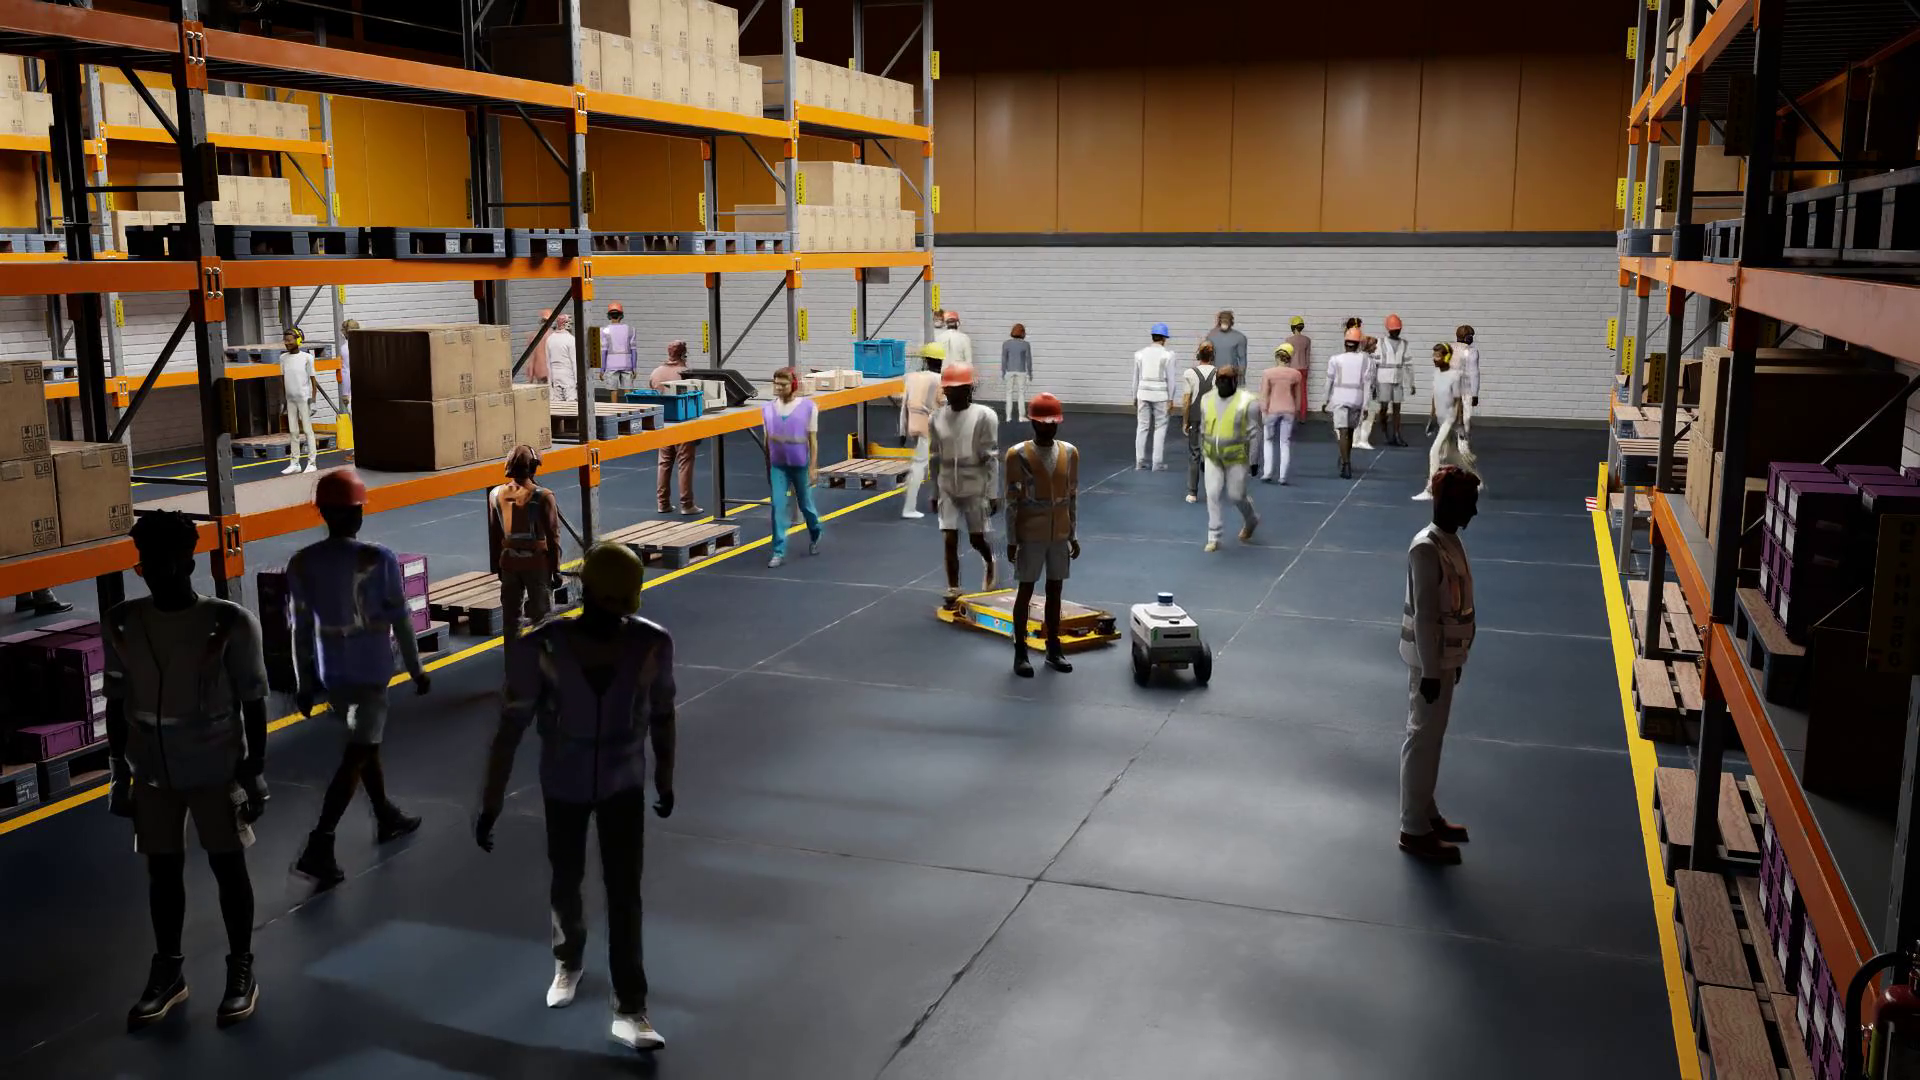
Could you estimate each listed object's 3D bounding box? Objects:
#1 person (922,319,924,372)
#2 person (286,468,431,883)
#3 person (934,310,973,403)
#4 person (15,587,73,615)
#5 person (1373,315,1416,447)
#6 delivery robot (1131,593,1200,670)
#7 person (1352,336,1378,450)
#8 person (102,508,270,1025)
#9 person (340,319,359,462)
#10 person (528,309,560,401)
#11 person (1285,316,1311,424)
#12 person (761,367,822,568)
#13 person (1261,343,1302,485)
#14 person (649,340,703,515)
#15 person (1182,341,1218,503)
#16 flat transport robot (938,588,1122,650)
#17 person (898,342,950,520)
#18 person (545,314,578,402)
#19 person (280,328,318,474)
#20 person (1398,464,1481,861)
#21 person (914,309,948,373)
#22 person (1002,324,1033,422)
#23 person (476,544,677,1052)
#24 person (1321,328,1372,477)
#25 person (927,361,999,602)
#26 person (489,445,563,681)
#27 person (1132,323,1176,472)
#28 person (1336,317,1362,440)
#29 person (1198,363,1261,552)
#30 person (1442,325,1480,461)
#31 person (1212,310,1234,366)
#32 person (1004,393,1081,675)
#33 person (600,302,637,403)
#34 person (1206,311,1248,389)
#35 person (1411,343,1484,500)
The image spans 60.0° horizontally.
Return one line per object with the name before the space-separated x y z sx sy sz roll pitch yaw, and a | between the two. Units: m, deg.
person | -0.506 -3.076 28.923 1.018 1.754 0.625 -6 12 -30
person | -2.885 0.615 7.795 0.552 1.896 0.987 3 10 16
person | -0.079 -2.398 24.515 0.638 1.968 0.465 5 11 26
person | -7.393 -0.318 13.216 0.586 1.826 0.403 6 12 32
person | 6.282 -2.294 24.082 0.652 1.914 0.406 -2 10 -9
delivery robot | 1.396 0.604 11.338 0.477 0.478 0.707 -1 10 -6
person | 5.847 -2.090 23.757 0.540 1.618 0.535 7 12 33
person | -2.904 0.849 6.246 0.601 1.967 0.369 0 10 0
person | -8.173 -2.029 22.557 0.354 1.932 0.627 2 10 12
person | -6.307 -2.529 25.345 0.656 1.954 0.848 2 10 11
person | 5.488 -2.768 27.177 0.525 1.772 0.309 -6 12 -29
person | -1.546 -0.691 15.327 0.570 1.820 0.838 2 10 14
person | 3.936 -1.538 20.359 0.540 1.725 0.589 0 10 -1
person | -3.055 -1.223 18.118 0.634 1.900 0.398 5 11 26
person | 2.779 -1.334 18.881 0.514 1.845 0.336 1 10 5
flat transport robot | 0.505 0.577 12.554 0.652 0.197 1.431 -7 12 -35
person | -0.308 -1.180 17.914 0.593 1.871 0.952 10 14 44
person | -5.817 -2.385 24.631 0.651 1.906 0.403 7 12 35
person | -8.460 -1.769 21.259 0.521 1.873 0.336 3 10 14
person | 2.309 0.574 8.021 0.355 1.887 0.573 5 11 25
person | -0.359 -2.785 26.898 0.757 1.894 0.627 1 10 5
person | 0.950 -2.760 27.556 0.549 1.620 0.293 4 11 24
person | -1.401 0.924 6.135 0.751 1.851 0.917 -3 10 -16
person | 4.921 -1.757 21.171 0.571 1.872 1.050 0 10 3
person | 0.057 -0.429 13.284 0.627 2.023 0.735 4 11 20
person | -2.821 0.195 10.853 0.511 1.640 0.308 4 11 19
person | 2.540 -1.857 21.620 0.640 1.925 0.461 6 12 32
person | 5.835 -2.399 24.865 0.388 1.851 0.525 0 10 -2
person | 2.625 -0.803 15.996 0.640 1.820 0.670 7 12 35
person | 6.828 -2.001 22.651 0.429 1.841 0.634 -6 12 -29
person | 4.214 -2.776 26.894 0.781 1.884 0.671 -2 10 -14
person | 0.575 -0.040 11.342 0.553 1.934 0.364 -4 11 -22
person | -5.355 -2.698 26.032 0.605 2.036 0.393 -5 11 -27
person | 4.007 -2.486 25.113 0.633 1.938 0.381 4 11 21
person | 5.664 -1.358 19.094 0.892 1.828 0.495 -2 10 -9
